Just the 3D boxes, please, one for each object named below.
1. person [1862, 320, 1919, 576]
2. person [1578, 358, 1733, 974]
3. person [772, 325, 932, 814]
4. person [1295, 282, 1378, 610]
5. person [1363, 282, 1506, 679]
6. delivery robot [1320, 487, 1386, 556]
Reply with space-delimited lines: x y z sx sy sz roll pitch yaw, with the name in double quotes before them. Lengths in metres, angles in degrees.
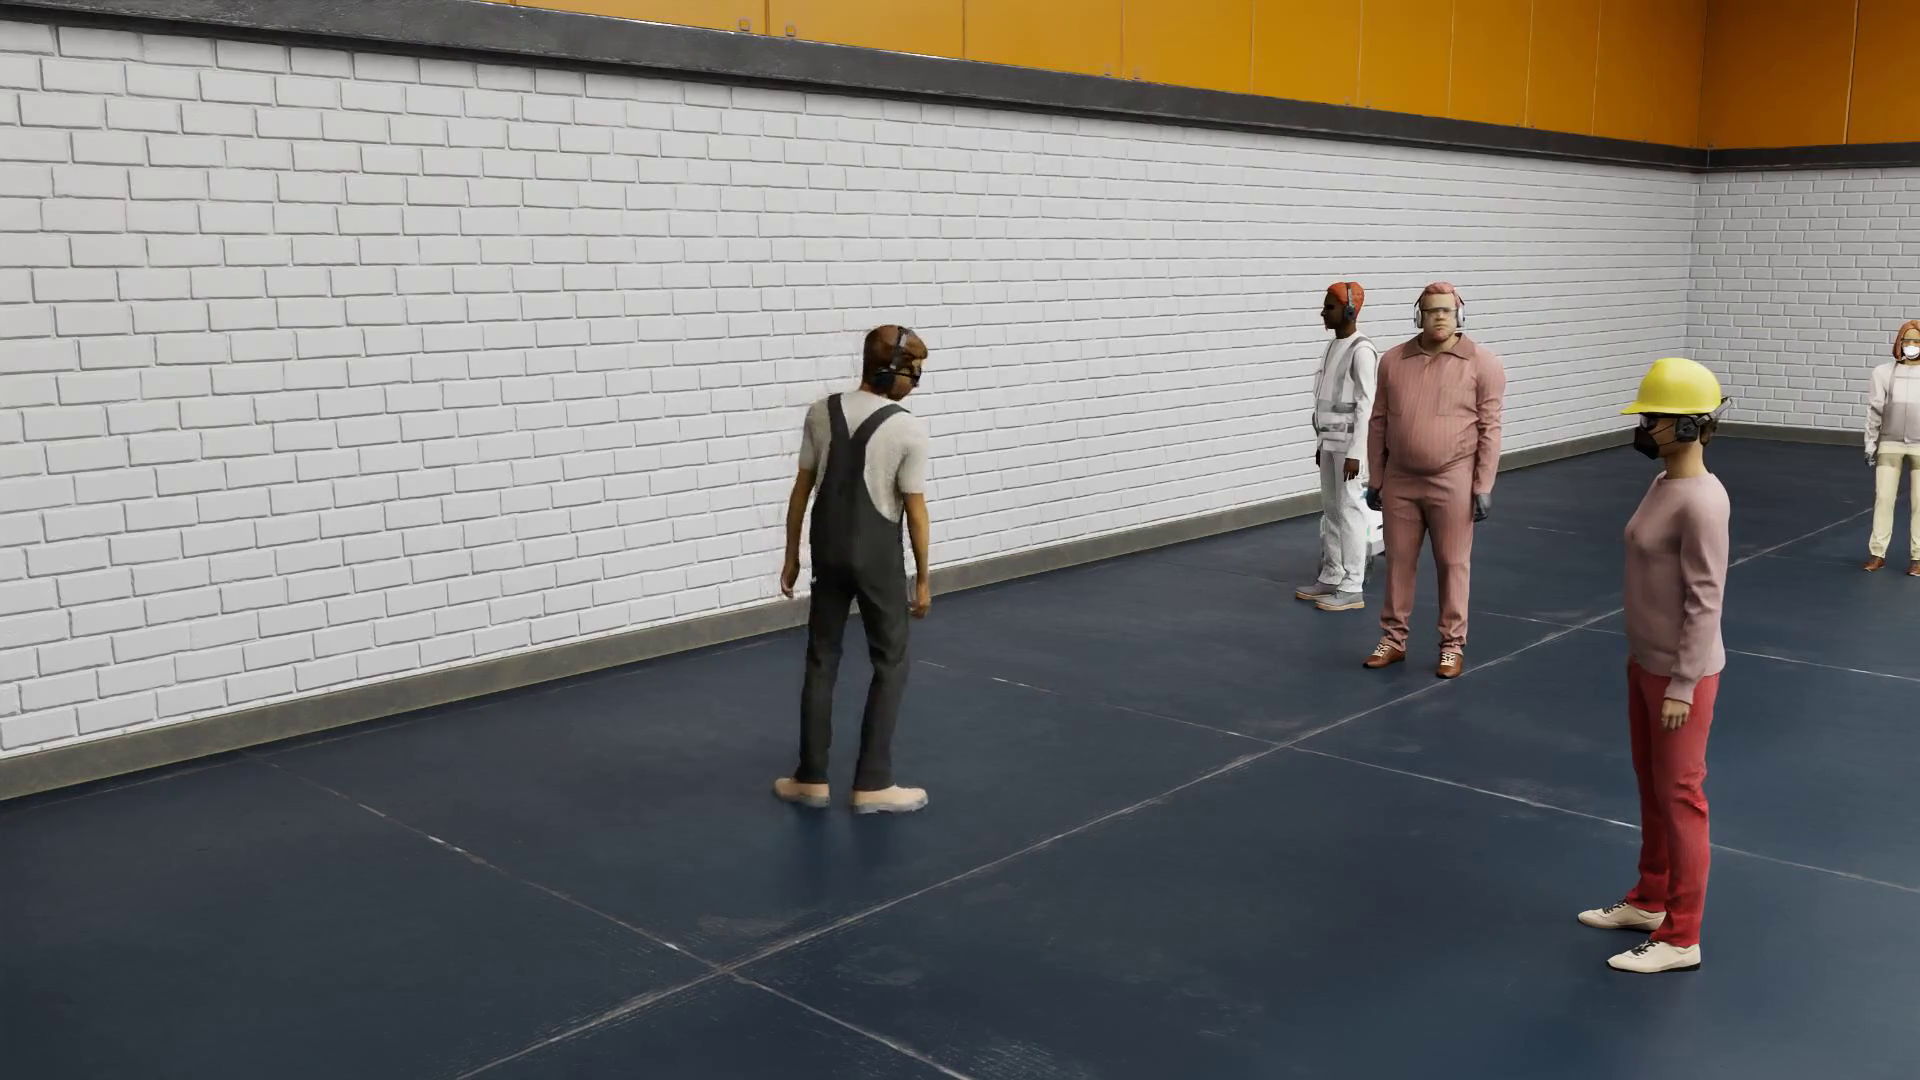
"person" 6.030 -0.584 10.594 0.493 1.624 0.280 8 12 37
"person" 2.025 0.362 4.802 0.312 1.768 0.529 1 10 8
"person" -0.420 0.118 6.135 0.656 1.816 0.365 4 11 23
"person" 2.195 -0.540 9.604 0.354 1.883 0.576 -2 10 -9
"person" 2.277 -0.288 8.097 0.651 1.910 0.409 7 12 33
"delivery robot" 2.561 -0.091 10.562 0.477 0.478 0.707 7 12 33
